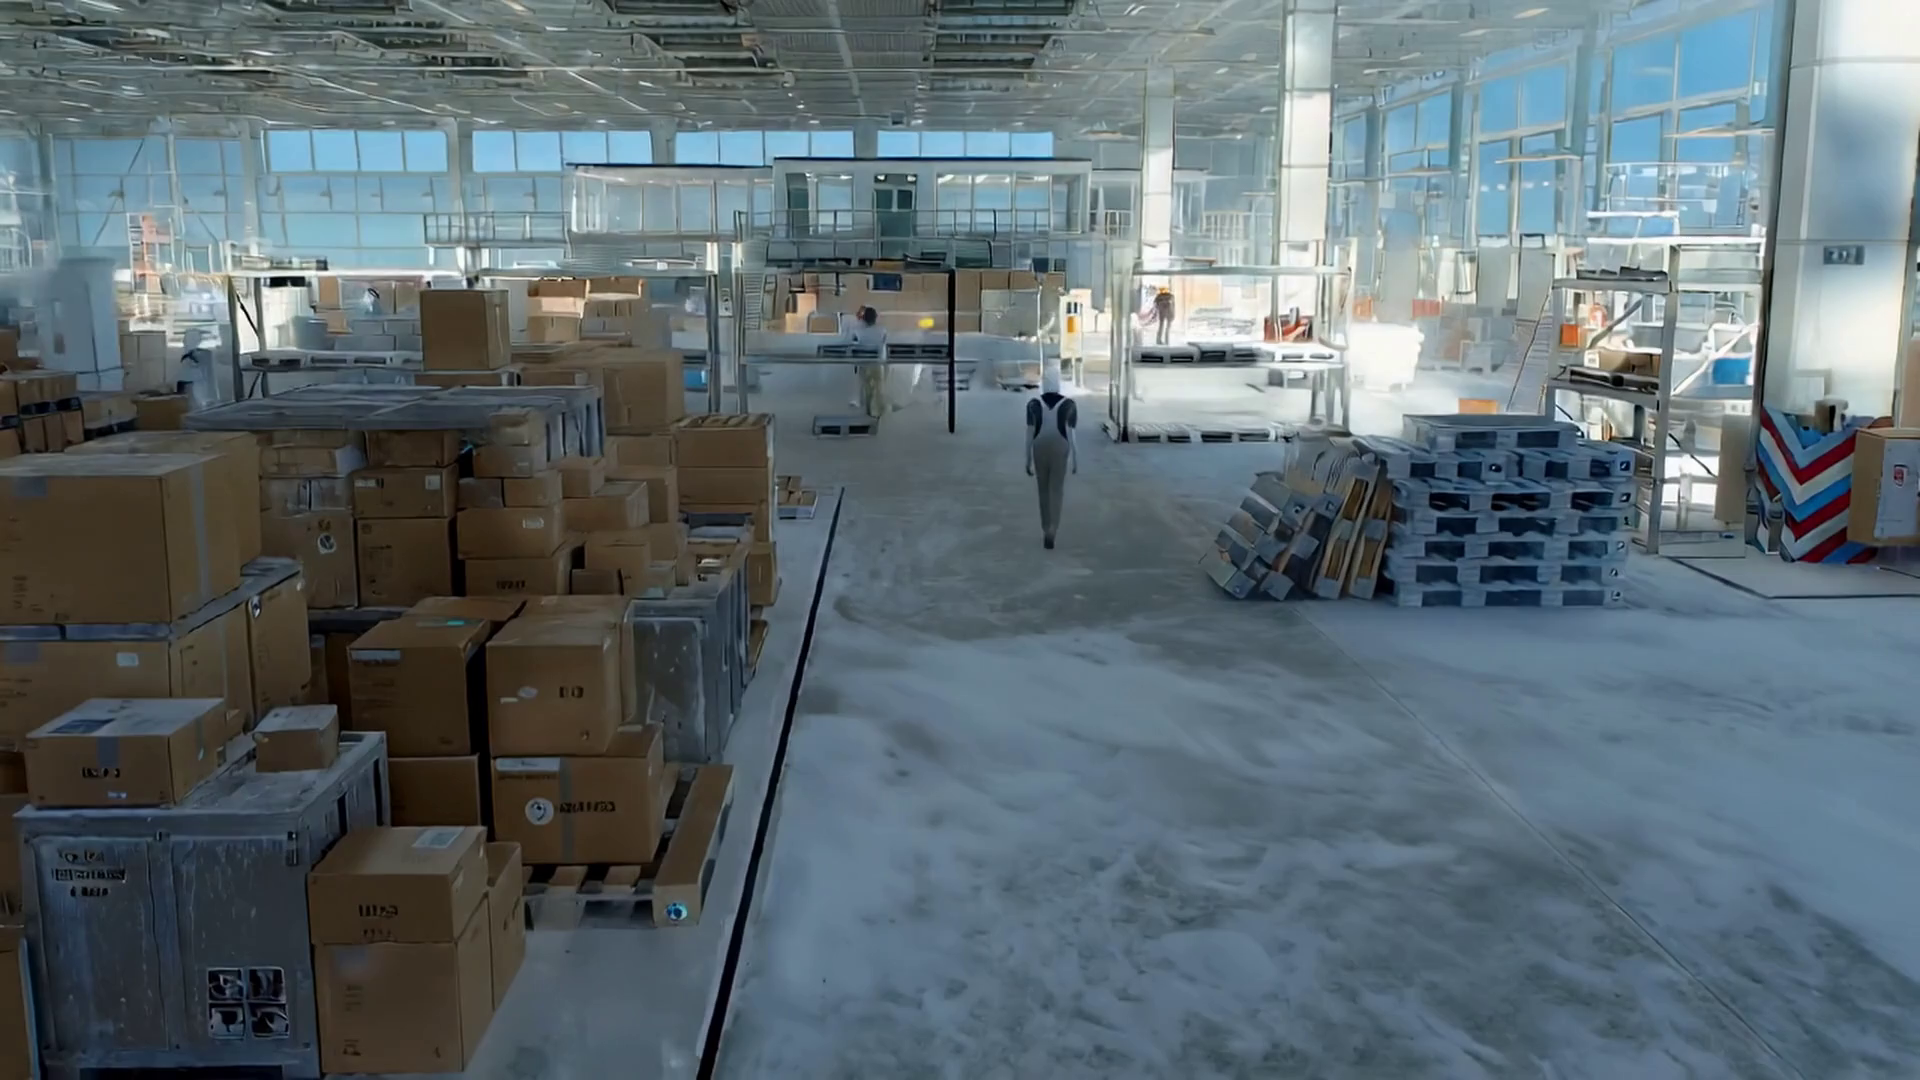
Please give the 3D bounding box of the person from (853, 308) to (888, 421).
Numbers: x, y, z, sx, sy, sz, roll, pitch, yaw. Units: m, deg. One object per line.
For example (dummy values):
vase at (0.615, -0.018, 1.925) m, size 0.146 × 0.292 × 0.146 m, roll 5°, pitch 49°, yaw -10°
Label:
person at (-1.512, -2.966, 28.183) m, size 0.592 × 1.919 × 0.392 m, roll -2°, pitch 10°, yaw -11°

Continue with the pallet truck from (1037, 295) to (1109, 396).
pallet truck at (2.483, -3.881, 33.060) m, size 1.885 × 1.965 × 0.823 m, roll -7°, pitch 13°, yaw -36°

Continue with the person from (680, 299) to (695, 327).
person at (-5.809, -4.235, 35.527) m, size 0.960 × 1.827 × 0.532 m, roll -8°, pitch 13°, yaw -38°

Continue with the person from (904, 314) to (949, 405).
person at (-0.626, -3.358, 31.004) m, size 0.911 × 1.693 × 0.505 m, roll -3°, pitch 10°, yaw -14°

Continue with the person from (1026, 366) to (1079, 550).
person at (0.909, -0.819, 16.541) m, size 0.521 × 1.813 × 0.916 m, roll 2°, pitch 10°, yaw 9°

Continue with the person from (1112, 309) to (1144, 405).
person at (3.081, -3.403, 30.954) m, size 0.657 × 1.791 × 0.941 m, roll 5°, pitch 11°, yaw 24°

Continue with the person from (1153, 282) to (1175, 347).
person at (5.579, -6.064, 45.390) m, size 0.628 × 1.940 × 0.373 m, roll -3°, pitch 11°, yaw -17°

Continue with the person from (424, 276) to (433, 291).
person at (-19.221, -8.693, 60.188) m, size 0.362 × 1.883 × 0.576 m, roll 0°, pitch 10°, yaw 2°

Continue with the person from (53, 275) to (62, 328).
person at (-28.270, -7.359, 52.435) m, size 0.703 × 1.993 × 0.606 m, roll 2°, pitch 10°, yaw 8°

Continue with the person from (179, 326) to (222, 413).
person at (-10.085, -1.890, 22.200) m, size 0.953 × 1.927 × 0.606 m, roll 1°, pitch 10°, yaw 8°

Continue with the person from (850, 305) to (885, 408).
person at (-1.690, -3.376, 30.584) m, size 0.636 × 1.870 × 1.063 m, roll -10°, pitch 14°, yaw -43°

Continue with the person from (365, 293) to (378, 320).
person at (-15.310, -5.641, 43.567) m, size 0.541 × 1.739 × 0.729 m, roll -3°, pitch 11°, yaw -16°

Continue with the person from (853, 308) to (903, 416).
person at (-1.429, -3.097, 29.037) m, size 0.915 × 1.890 × 0.584 m, roll 2°, pitch 10°, yaw 12°

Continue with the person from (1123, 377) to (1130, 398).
person at (3.176, -3.579, 32.269) m, size 0.562 × 1.664 × 0.745 m, roll 9°, pitch 14°, yaw 42°

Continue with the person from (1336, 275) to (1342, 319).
person at (14.793, -9.635, 65.120) m, size 0.396 × 1.993 × 0.617 m, roll 0°, pitch 10°, yaw 1°

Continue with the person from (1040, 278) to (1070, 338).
person at (3.002, -7.304, 52.465) m, size 0.892 × 1.890 × 0.589 m, roll 0°, pitch 10°, yaw -2°

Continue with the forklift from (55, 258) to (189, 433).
forklift at (-10.950, -2.175, 21.097) m, size 1.873 × 2.768 × 1.129 m, roll 0°, pitch 10°, yaw -2°

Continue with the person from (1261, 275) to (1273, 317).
person at (12.392, -9.884, 66.970) m, size 0.651 × 1.833 × 0.608 m, roll 9°, pitch 14°, yaw 42°

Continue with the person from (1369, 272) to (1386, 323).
person at (14.990, -8.639, 59.701) m, size 0.602 × 1.950 × 0.390 m, roll 7°, pitch 12°, yaw 34°

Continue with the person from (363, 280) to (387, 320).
person at (-15.235, -5.768, 43.454) m, size 0.539 × 2.000 × 0.689 m, roll 1°, pitch 10°, yaw 8°
